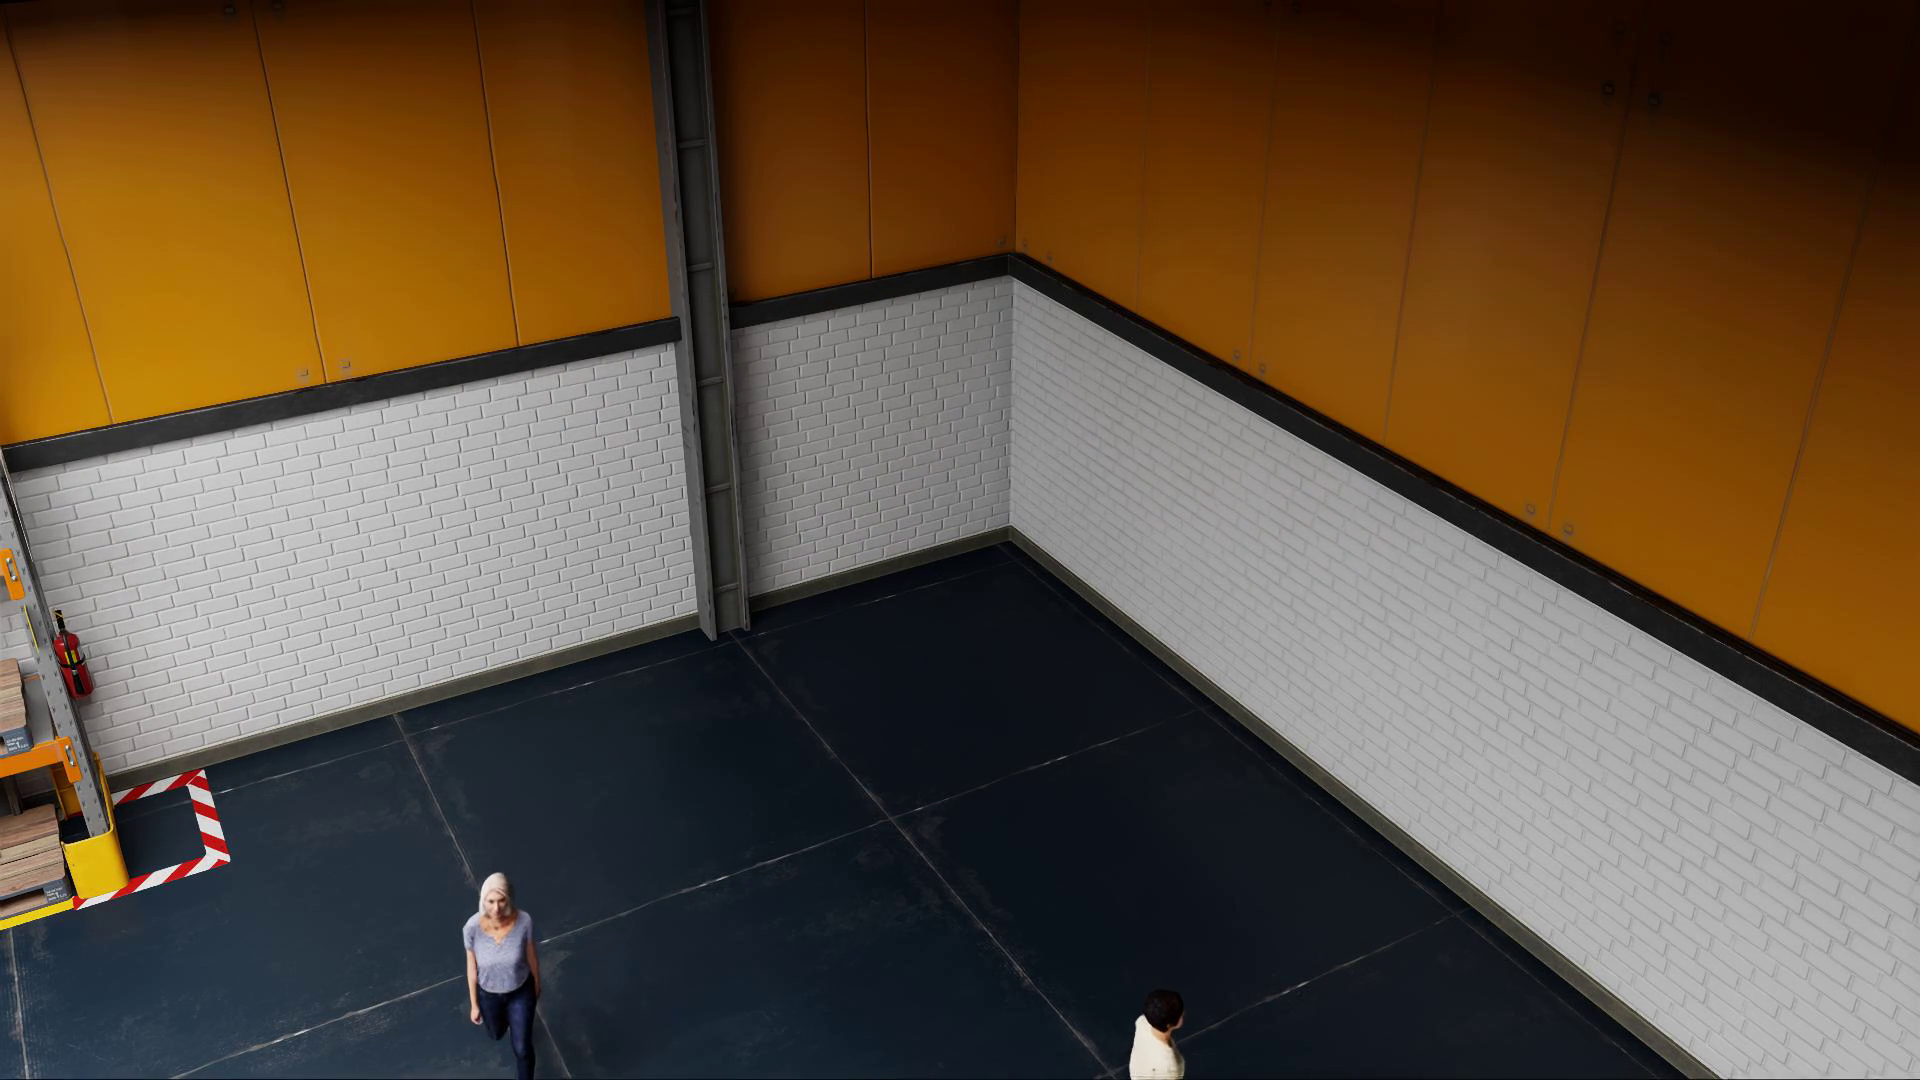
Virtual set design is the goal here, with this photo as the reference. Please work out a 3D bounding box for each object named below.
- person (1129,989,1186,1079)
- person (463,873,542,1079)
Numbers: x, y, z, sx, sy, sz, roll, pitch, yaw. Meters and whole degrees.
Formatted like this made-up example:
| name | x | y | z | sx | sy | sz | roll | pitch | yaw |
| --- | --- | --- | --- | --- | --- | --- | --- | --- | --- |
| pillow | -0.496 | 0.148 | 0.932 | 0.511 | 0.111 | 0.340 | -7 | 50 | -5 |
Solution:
| name | x | y | z | sx | sy | sz | roll | pitch | yaw |
| --- | --- | --- | --- | --- | --- | --- | --- | --- | --- |
| person | 1.033 | 3.184 | 9.421 | 1.017 | 1.547 | 0.664 | -11 | 31 | -20 |
| person | -2.778 | 2.697 | 10.153 | 1.031 | 1.701 | 0.889 | -5 | 29 | -9 |
